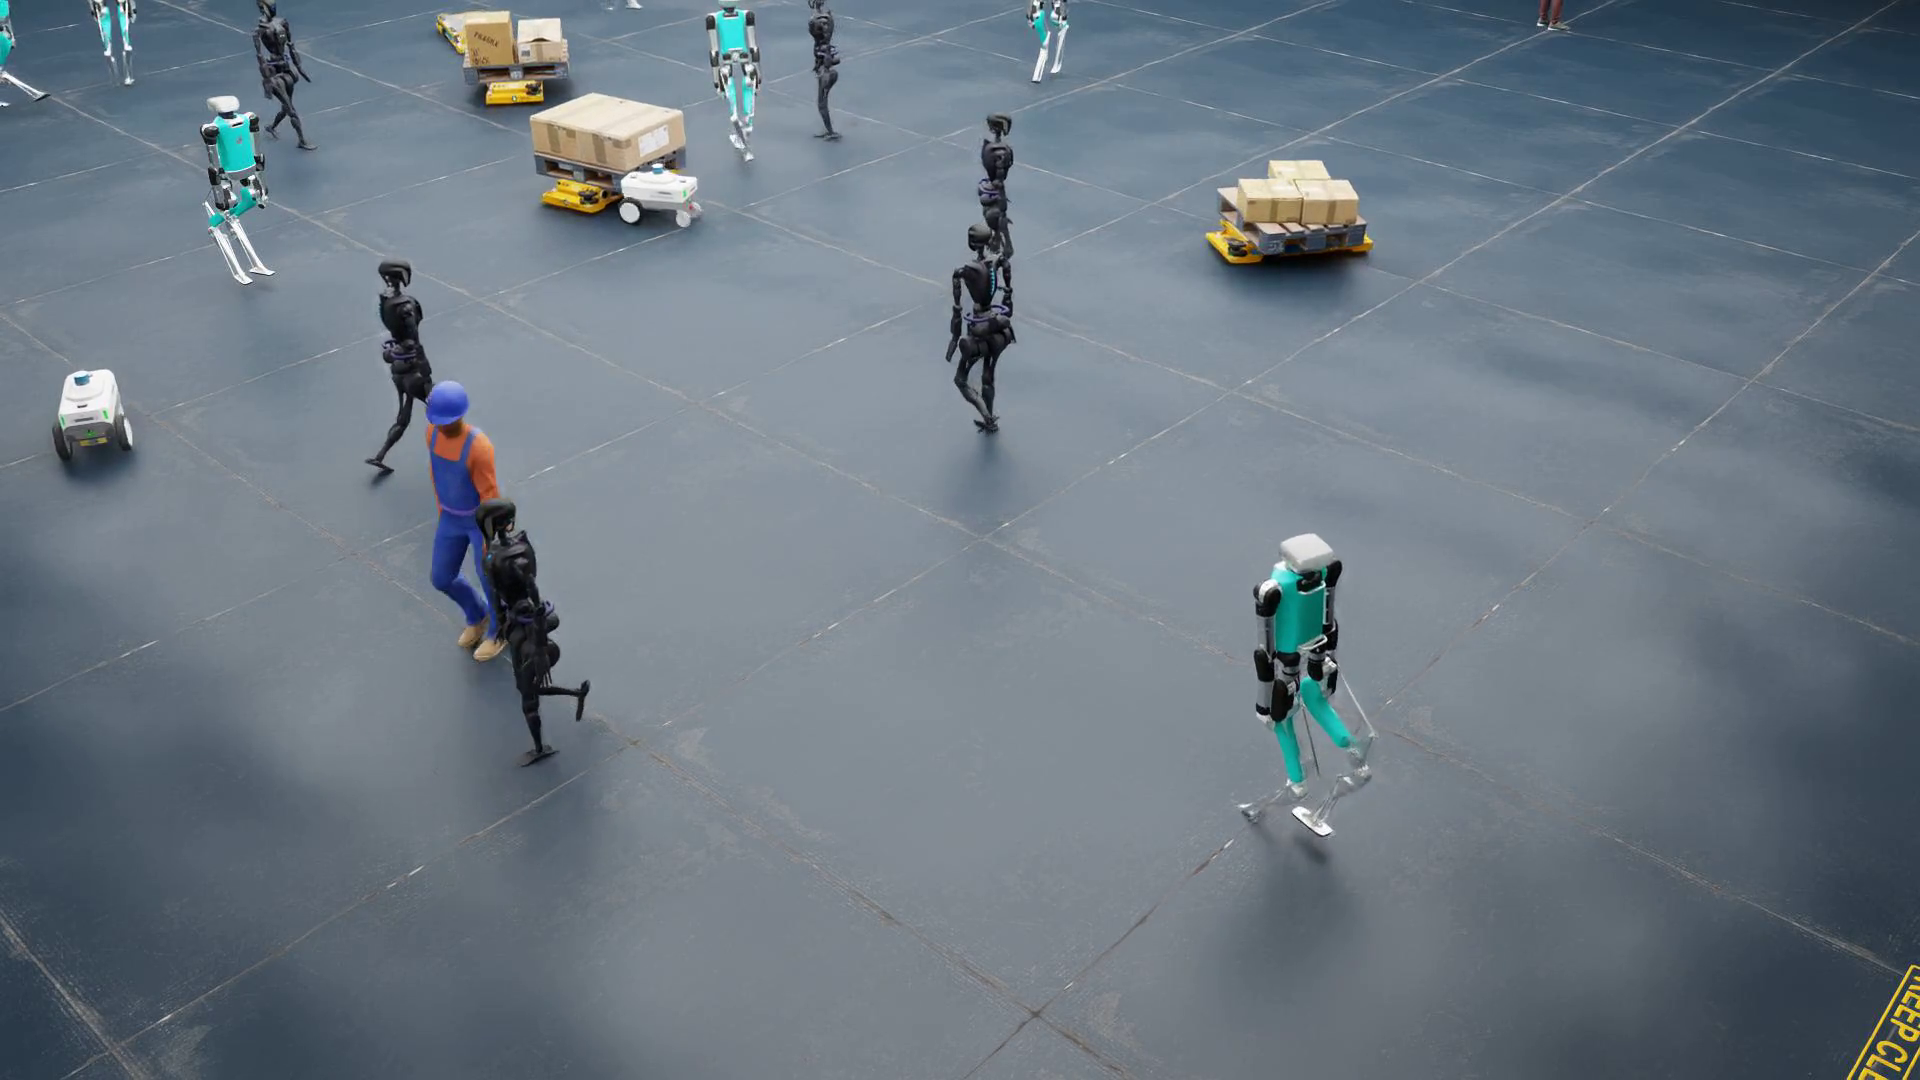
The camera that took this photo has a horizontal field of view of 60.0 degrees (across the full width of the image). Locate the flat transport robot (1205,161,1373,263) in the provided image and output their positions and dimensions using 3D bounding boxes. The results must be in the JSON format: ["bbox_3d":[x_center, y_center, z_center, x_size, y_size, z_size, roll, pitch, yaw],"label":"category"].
[{"bbox_3d":[3.125,-2.882,15.794,1.431,0.231,0.659,-8,33,-13],"label":"flat transport robot"}]

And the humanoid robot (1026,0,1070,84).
[{"bbox_3d":[1.088,-6.386,20.071,0.551,1.751,1.046,12,34,18],"label":"humanoid robot"}]

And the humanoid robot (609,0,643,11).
[{"bbox_3d":[-4.648,-8.152,22.993,0.786,1.887,0.545,8,33,13],"label":"humanoid robot"}]

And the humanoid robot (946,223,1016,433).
[{"bbox_3d":[0.199,-1.538,12.293,0.611,1.638,0.393,-23,38,-32],"label":"humanoid robot"}]

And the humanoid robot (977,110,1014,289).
[{"bbox_3d":[0.295,-2.961,14.593,0.368,1.653,0.593,-3,32,-5],"label":"humanoid robot"}]

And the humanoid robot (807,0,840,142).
[{"bbox_3d":[-1.492,-5.194,18.193,0.362,1.644,0.606,-9,33,-14],"label":"humanoid robot"}]

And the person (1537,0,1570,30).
[{"bbox_3d":[8.042,-7.752,22.172,0.370,1.812,0.538,-9,33,-14],"label":"person"}]

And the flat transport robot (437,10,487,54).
[{"bbox_3d":[-6.441,-6.715,21.967,0.659,0.231,1.431,-15,35,-22],"label":"flat transport robot"}]

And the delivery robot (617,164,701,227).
[{"bbox_3d":[-2.971,-3.390,16.361,0.815,0.614,0.499,7,33,11],"label":"delivery robot"}]

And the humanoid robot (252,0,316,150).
[{"bbox_3d":[-7.429,-5.076,18.053,0.790,1.649,0.600,12,34,19],"label":"humanoid robot"}]

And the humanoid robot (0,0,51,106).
[{"bbox_3d":[-11.112,-5.735,18.984,0.991,1.718,0.543,0,32,-1],"label":"humanoid robot"}]

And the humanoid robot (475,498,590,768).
[{"bbox_3d":[-2.305,0.471,9.076,0.540,1.640,0.609,-23,39,-32],"label":"humanoid robot"}]

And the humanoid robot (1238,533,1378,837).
[{"bbox_3d":[1.800,0.840,8.430,0.544,1.776,0.895,-21,37,-29],"label":"humanoid robot"}]

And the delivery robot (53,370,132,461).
[{"bbox_3d":[-6.511,-0.980,12.454,0.499,0.587,0.777,-11,33,-17],"label":"delivery robot"}]

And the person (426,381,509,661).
[{"bbox_3d":[-2.895,-0.099,9.782,0.547,1.884,0.432,15,35,22],"label":"person"}]

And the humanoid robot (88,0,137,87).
[{"bbox_3d":[-10.147,-6.263,19.940,0.535,1.865,0.792,-9,33,-14],"label":"humanoid robot"}]

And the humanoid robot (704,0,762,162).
[{"bbox_3d":[-2.304,-4.776,17.489,0.547,1.726,1.040,-9,33,-15],"label":"humanoid robot"}]

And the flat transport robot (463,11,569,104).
[{"bbox_3d":[-5.340,-5.593,20.161,0.659,0.231,1.431,-6,32,-10],"label":"flat transport robot"}]

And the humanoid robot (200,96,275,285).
[{"bbox_3d":[-6.452,-3.114,14.652,0.735,1.676,0.533,19,37,28],"label":"humanoid robot"}]

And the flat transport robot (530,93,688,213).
[{"bbox_3d":[-3.588,-3.725,17.152,0.659,0.231,1.431,17,36,26],"label":"flat transport robot"}]

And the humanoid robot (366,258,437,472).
[{"bbox_3d":[-3.968,-1.225,11.843,0.743,1.654,0.612,-21,37,-30],"label":"humanoid robot"}]
